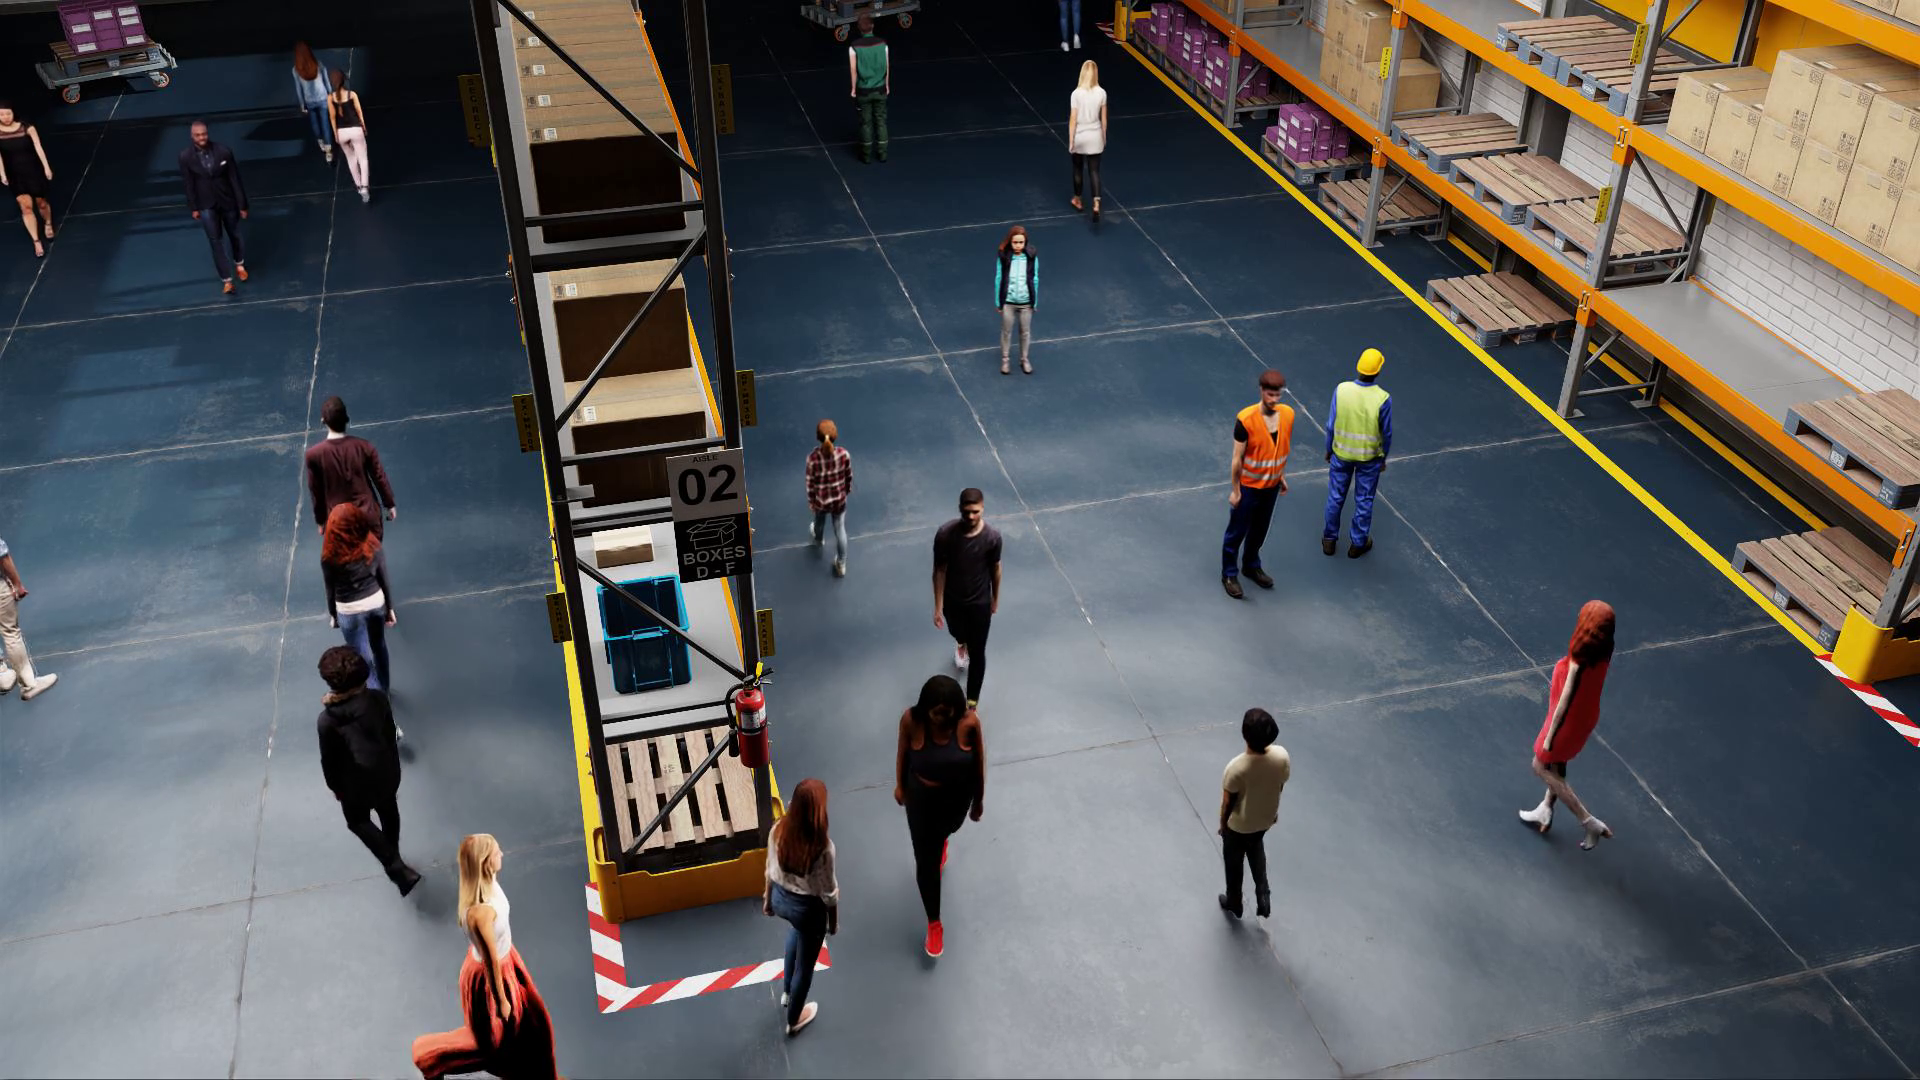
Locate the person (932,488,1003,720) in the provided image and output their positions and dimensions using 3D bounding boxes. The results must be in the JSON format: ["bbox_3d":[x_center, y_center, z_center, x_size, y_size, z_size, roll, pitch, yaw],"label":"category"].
[{"bbox_3d":[0.040,0.363,11.548,0.897,1.727,1.239,3,34,4],"label":"person"}]

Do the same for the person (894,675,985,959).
[{"bbox_3d":[-0.109,1.449,9.883,0.815,1.762,1.289,-2,34,-4],"label":"person"}]

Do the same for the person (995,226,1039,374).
[{"bbox_3d":[0.536,-2.279,15.731,0.613,1.497,0.631,-2,34,-2],"label":"person"}]

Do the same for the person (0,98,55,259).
[{"bbox_3d":[-10.176,-3.989,18.127,0.761,1.692,0.938,-15,36,-21],"label":"person"}]

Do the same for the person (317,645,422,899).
[{"bbox_3d":[-3.504,1.417,9.932,0.911,1.761,1.068,-29,43,-36],"label":"person"}]

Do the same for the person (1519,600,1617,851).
[{"bbox_3d":[3.828,1.182,10.236,0.825,1.815,0.970,-27,42,-34],"label":"person"}]

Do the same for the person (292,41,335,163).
[{"bbox_3d":[-7.880,-5.342,20.384,0.593,1.448,1.004,-11,35,-16],"label":"person"}]

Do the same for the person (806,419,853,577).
[{"bbox_3d":[-0.999,-0.304,12.961,0.547,1.274,0.852,-10,35,-14],"label":"person"}]

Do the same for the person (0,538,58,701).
[{"bbox_3d":[-6.794,0.292,11.547,0.745,1.847,0.731,6,34,10],"label":"person"}]

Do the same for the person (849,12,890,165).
[{"bbox_3d":[-1.090,-5.509,20.281,0.631,1.839,0.570,-7,34,-11],"label":"person"}]

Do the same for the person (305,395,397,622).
[{"bbox_3d":[-4.451,-0.149,12.206,0.708,1.852,0.617,-9,35,-13],"label":"person"}]

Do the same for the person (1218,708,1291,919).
[{"bbox_3d":[1.728,1.666,9.722,0.652,1.579,0.693,-14,36,-19],"label":"person"}]

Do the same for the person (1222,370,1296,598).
[{"bbox_3d":[2.253,-0.462,12.651,0.722,1.881,0.683,-15,36,-21],"label":"person"}]

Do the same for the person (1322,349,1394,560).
[{"bbox_3d":[3.108,-0.685,13.047,0.758,1.813,0.789,13,36,18],"label":"person"}]

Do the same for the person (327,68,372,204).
[{"bbox_3d":[-7.062,-4.683,19.304,0.509,1.545,0.963,-9,35,-13],"label":"person"}]

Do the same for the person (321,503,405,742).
[{"bbox_3d":[-4.002,0.571,11.211,0.855,1.754,1.239,-21,39,-28],"label":"person"}]

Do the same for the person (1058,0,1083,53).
[{"bbox_3d":[1.604,-7.918,23.938,0.721,1.802,0.750,-4,34,-6],"label":"person"}]

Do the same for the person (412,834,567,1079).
[{"bbox_3d":[-2.514,2.273,8.631,0.835,1.775,1.033,-2,34,-3],"label":"person"}]

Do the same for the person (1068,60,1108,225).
[{"bbox_3d":[1.453,-4.453,18.731,0.668,1.797,1.134,-6,34,-9],"label":"person"}]

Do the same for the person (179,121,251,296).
[{"bbox_3d":[-7.715,-3.496,17.311,0.857,1.775,1.170,-14,36,-21],"label":"person"}]

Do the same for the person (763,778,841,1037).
[{"bbox_3d":[-0.919,2.037,9.048,0.749,1.706,0.811,20,38,27],"label":"person"}]
